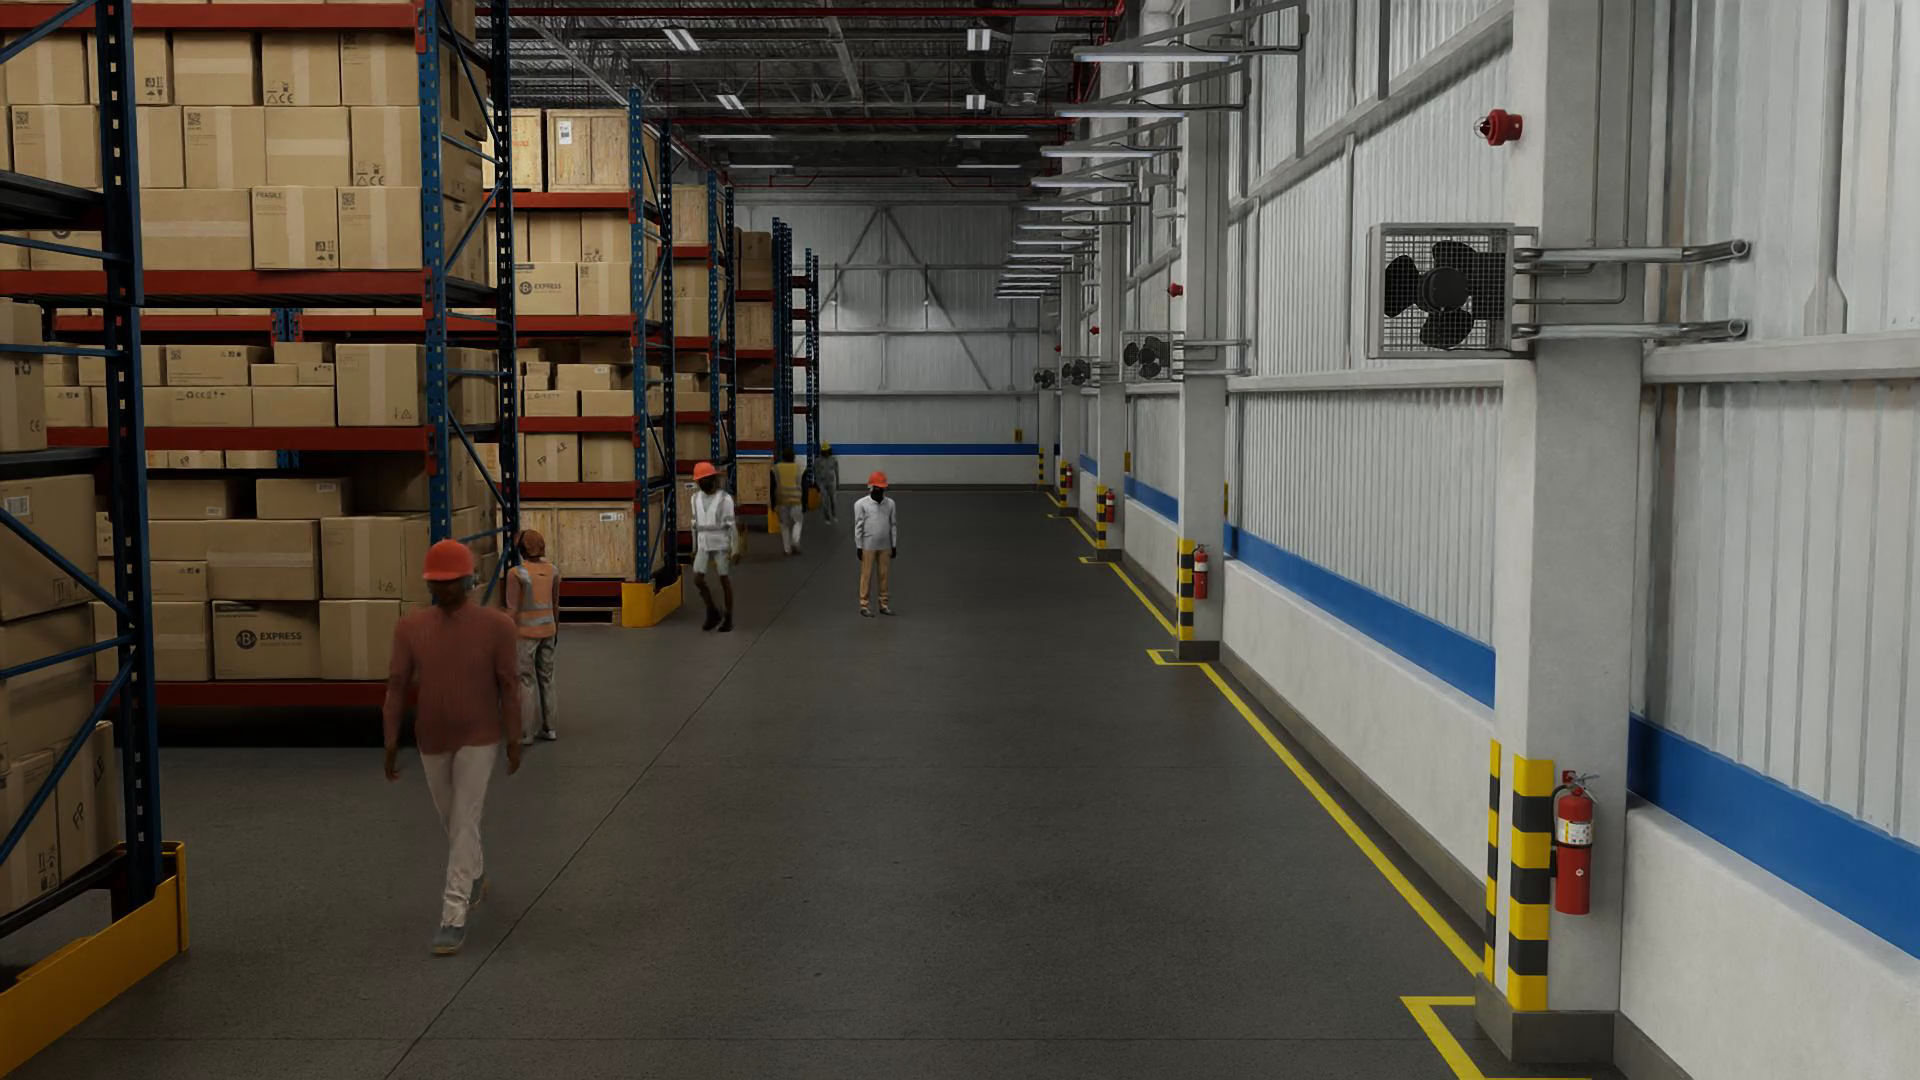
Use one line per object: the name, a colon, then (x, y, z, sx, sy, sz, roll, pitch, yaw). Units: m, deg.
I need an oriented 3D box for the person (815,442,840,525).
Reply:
person: (-2.715, -1.155, 34.100, 0.494, 1.714, 0.537, 0, 5, -3)

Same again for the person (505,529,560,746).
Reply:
person: (-3.225, 0.733, 12.580, 0.312, 1.632, 0.525, 3, 6, 30)

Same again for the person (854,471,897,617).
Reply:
person: (-0.991, 0.052, 19.850, 0.566, 1.744, 0.349, -3, 6, -31)

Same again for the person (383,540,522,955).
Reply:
person: (-2.498, 0.957, 8.198, 0.641, 1.944, 1.040, 0, 5, 0)

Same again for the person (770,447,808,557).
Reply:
person: (-2.803, -0.619, 27.274, 0.623, 1.818, 0.448, 0, 5, -3)

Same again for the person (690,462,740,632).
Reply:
person: (-2.729, 0.087, 18.484, 0.694, 1.904, 0.550, 2, 5, 24)
